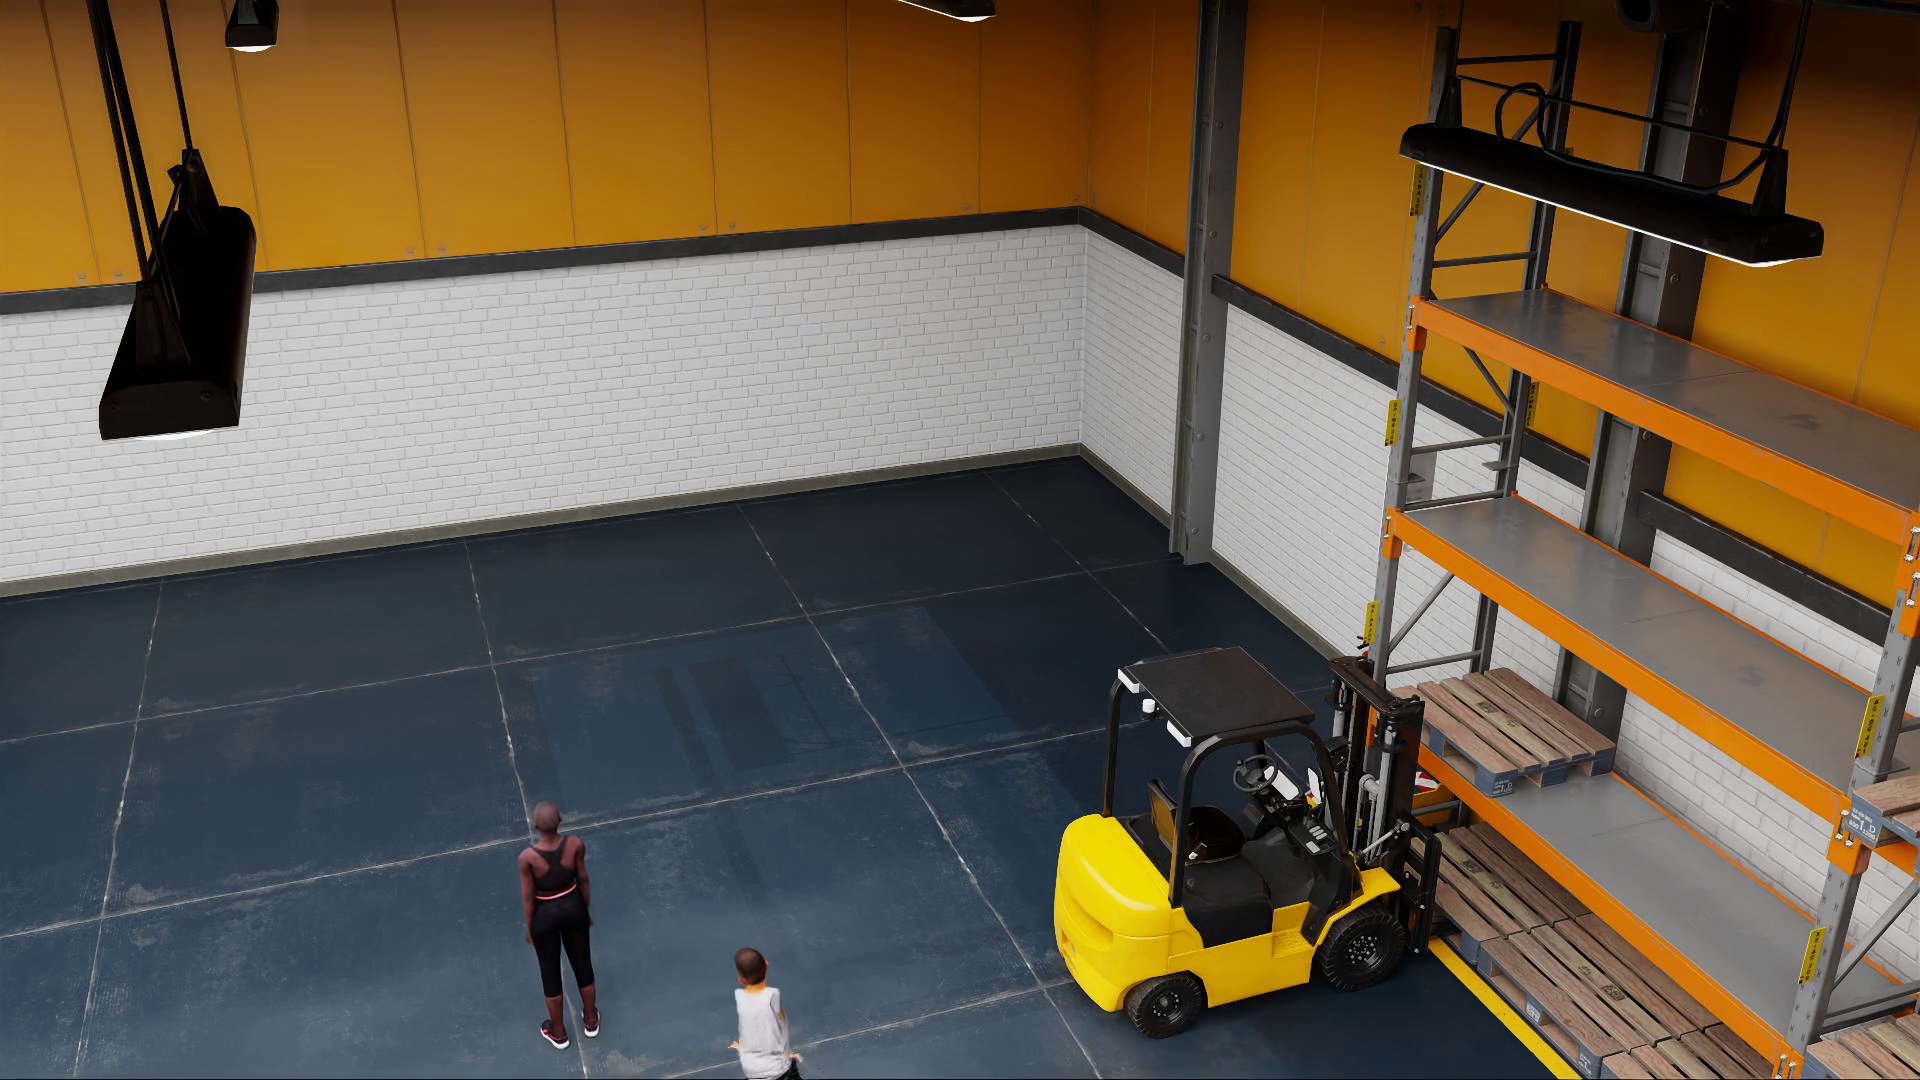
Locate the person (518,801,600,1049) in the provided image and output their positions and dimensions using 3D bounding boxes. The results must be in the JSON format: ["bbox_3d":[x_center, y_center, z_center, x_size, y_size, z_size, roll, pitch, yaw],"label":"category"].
[{"bbox_3d":[-2.496,2.375,10.362,0.613,1.754,0.580,-13,27,-27],"label":"person"}]

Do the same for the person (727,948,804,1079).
[{"bbox_3d":[-1.093,2.943,9.464,0.714,1.433,0.686,7,24,15],"label":"person"}]
